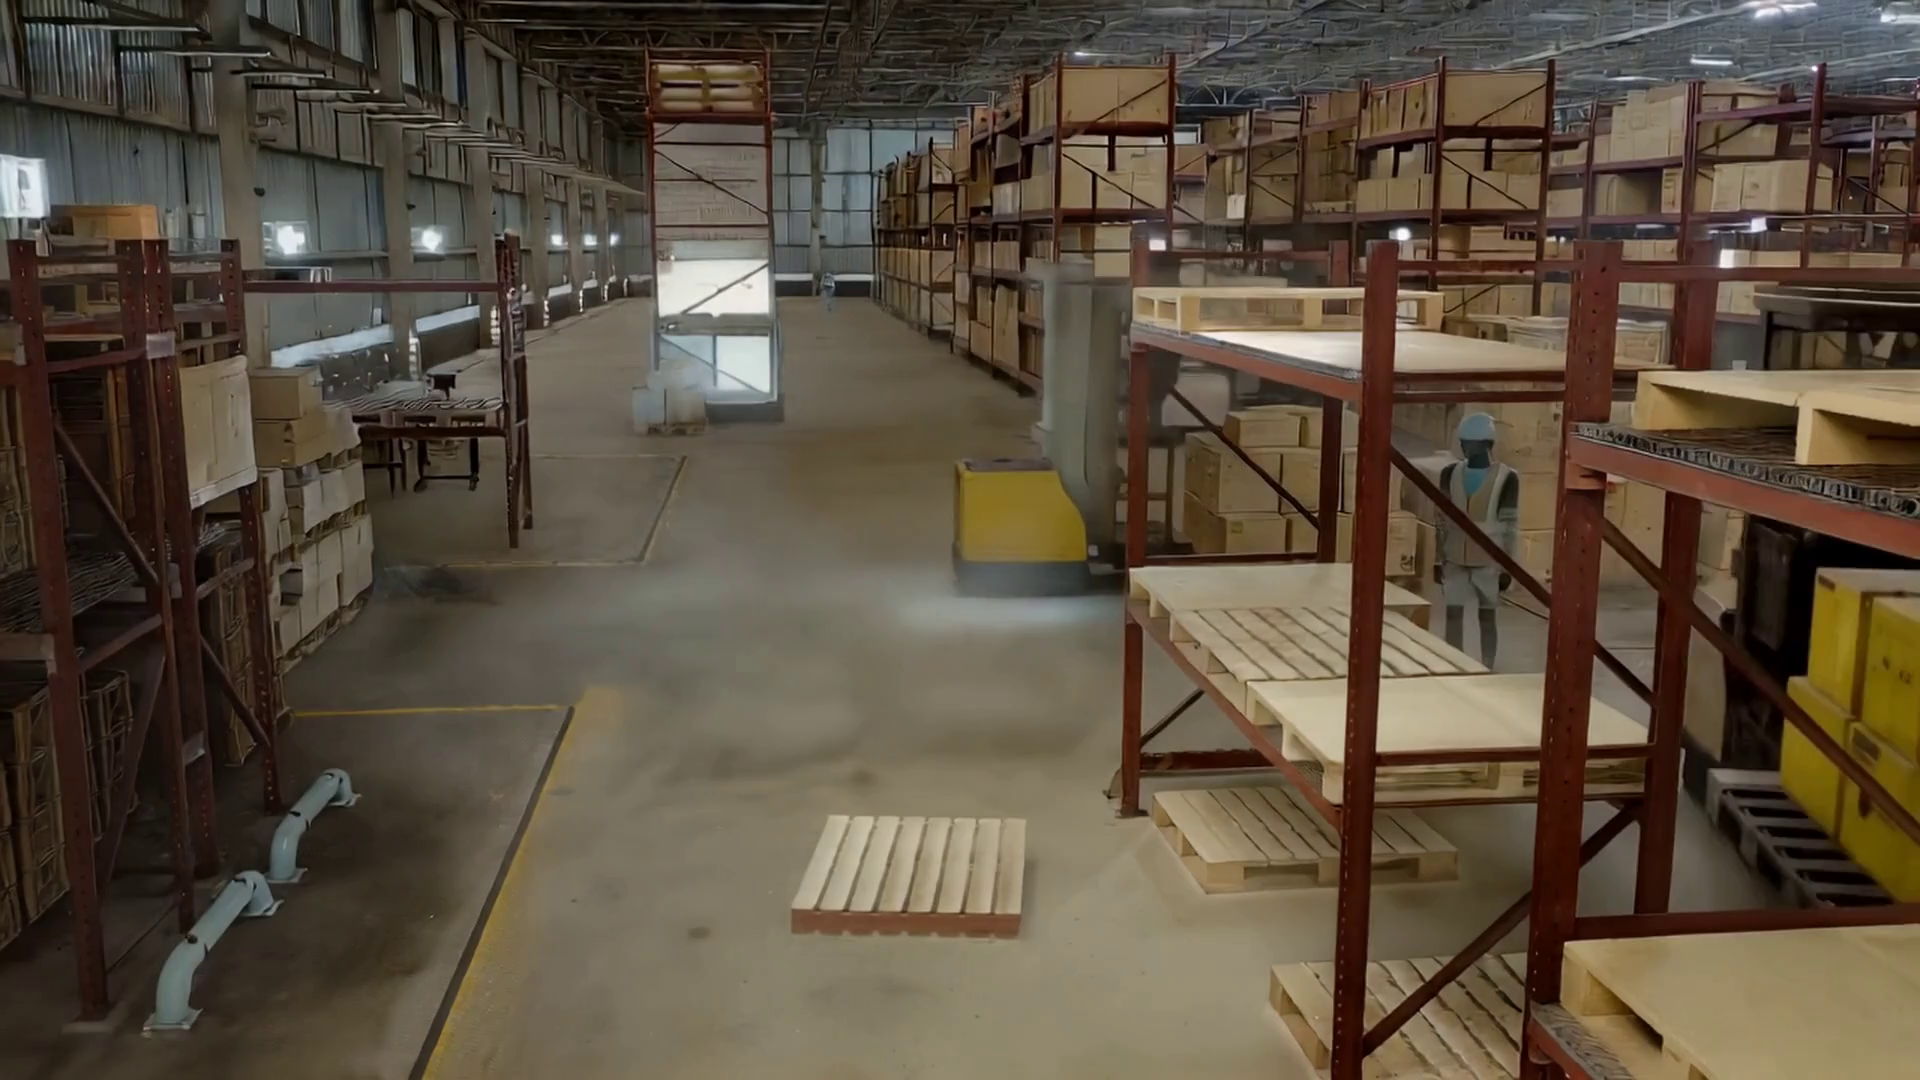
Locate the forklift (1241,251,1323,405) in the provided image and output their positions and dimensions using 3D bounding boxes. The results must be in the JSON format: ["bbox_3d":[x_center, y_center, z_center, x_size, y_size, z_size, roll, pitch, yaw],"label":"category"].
[{"bbox_3d":[6.202,-4.016,31.184,1.129,2.768,1.873,7,12,33],"label":"forklift"}]

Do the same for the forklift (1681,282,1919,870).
[{"bbox_3d":[4.488,0.073,8.529,1.129,2.768,1.873,2,10,9],"label":"forklift"}]

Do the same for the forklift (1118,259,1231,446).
[{"bbox_3d":[3.001,-2.828,24.606,1.873,2.768,1.129,-1,10,-6],"label":"forklift"}]

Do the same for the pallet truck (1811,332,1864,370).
[{"bbox_3d":[15.846,-3.142,28.793,1.885,1.965,0.823,2,10,12],"label":"pallet truck"}]

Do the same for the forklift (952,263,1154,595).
[{"bbox_3d":[0.901,-1.002,14.486,1.873,2.768,1.129,-1,10,-6],"label":"forklift"}]

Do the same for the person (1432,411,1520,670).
[{"bbox_3d":[3.347,0.120,10.886,0.552,1.935,0.374,9,13,40],"label":"person"}]

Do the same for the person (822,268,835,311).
[{"bbox_3d":[-5.591,-10.639,70.795,0.594,1.827,0.437,-3,11,-14],"label":"person"}]

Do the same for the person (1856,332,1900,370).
[{"bbox_3d":[13.830,-2.414,25.075,0.598,1.889,0.852,10,14,44],"label":"person"}]
